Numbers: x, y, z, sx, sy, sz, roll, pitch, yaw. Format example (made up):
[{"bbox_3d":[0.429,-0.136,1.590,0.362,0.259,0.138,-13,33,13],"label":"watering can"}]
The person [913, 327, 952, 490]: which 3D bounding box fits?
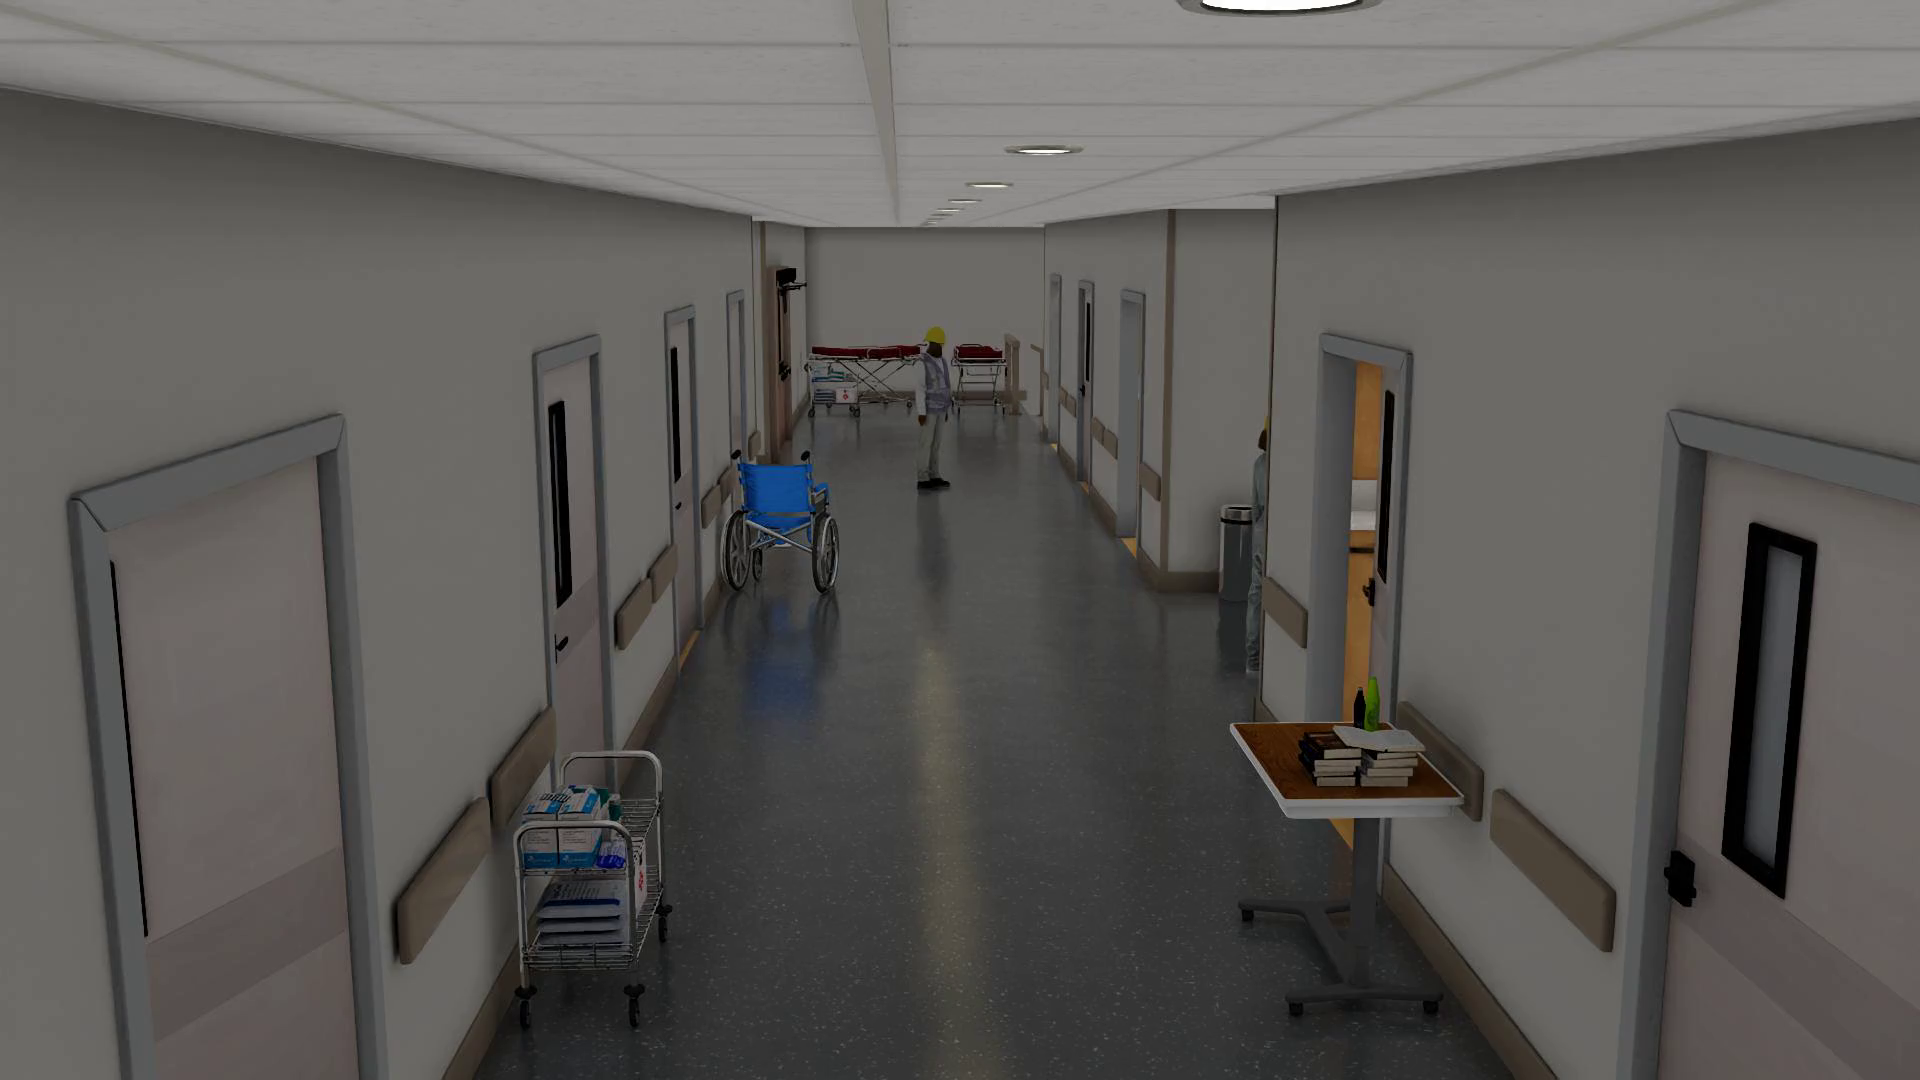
[{"bbox_3d":[-0.295,-1.480,18.692,0.403,1.827,0.599,5,11,27],"label":"person"}]
